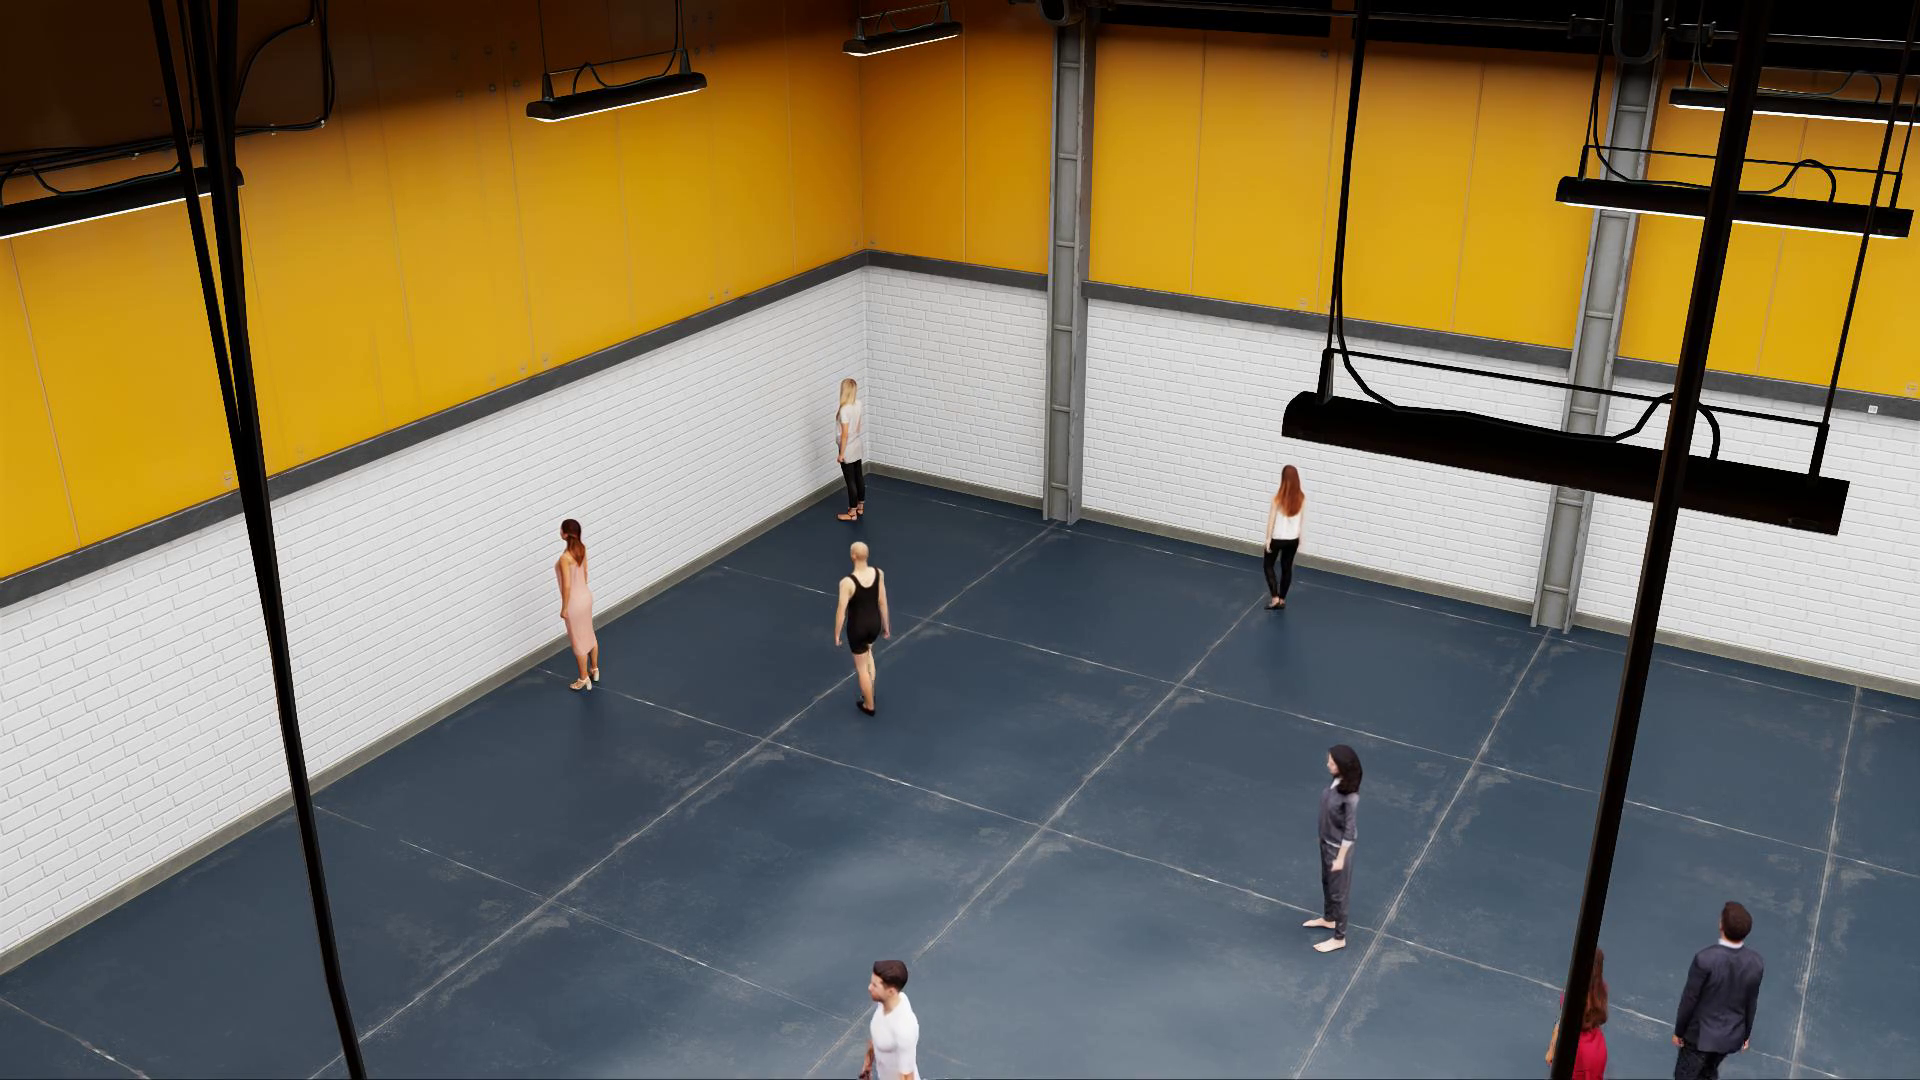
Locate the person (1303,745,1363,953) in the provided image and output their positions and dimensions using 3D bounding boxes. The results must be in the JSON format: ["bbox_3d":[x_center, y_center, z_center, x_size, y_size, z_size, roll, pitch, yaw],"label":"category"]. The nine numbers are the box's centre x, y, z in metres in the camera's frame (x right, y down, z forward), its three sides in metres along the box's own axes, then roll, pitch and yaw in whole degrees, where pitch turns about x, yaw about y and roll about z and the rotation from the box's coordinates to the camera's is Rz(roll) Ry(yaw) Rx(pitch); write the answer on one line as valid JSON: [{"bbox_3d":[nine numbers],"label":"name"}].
[{"bbox_3d":[2.903,2.339,12.772,0.692,1.761,0.673,-2,24,-4],"label":"person"}]

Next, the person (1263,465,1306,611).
[{"bbox_3d":[3.558,0.010,18.155,0.792,1.717,0.847,-4,24,-10],"label":"person"}]

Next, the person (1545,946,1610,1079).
[{"bbox_3d":[4.039,3.335,10.778,0.750,1.533,0.852,-14,27,-29],"label":"person"}]

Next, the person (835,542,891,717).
[{"bbox_3d":[-0.877,0.890,16.028,0.786,1.807,0.770,-16,29,-33],"label":"person"}]

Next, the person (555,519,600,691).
[{"bbox_3d":[-3.809,0.630,16.593,0.568,1.831,0.621,8,25,18],"label":"person"}]

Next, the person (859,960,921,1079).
[{"bbox_3d":[-0.306,3.370,10.329,1.094,1.828,1.031,-6,24,-13],"label":"person"}]

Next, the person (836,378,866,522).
[{"bbox_3d":[-1.344,-1.131,20.627,0.544,1.827,0.614,11,26,23],"label":"person"}]

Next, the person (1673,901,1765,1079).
[{"bbox_3d":[4.863,3.206,10.681,1.082,1.847,1.024,0,24,0],"label":"person"}]
